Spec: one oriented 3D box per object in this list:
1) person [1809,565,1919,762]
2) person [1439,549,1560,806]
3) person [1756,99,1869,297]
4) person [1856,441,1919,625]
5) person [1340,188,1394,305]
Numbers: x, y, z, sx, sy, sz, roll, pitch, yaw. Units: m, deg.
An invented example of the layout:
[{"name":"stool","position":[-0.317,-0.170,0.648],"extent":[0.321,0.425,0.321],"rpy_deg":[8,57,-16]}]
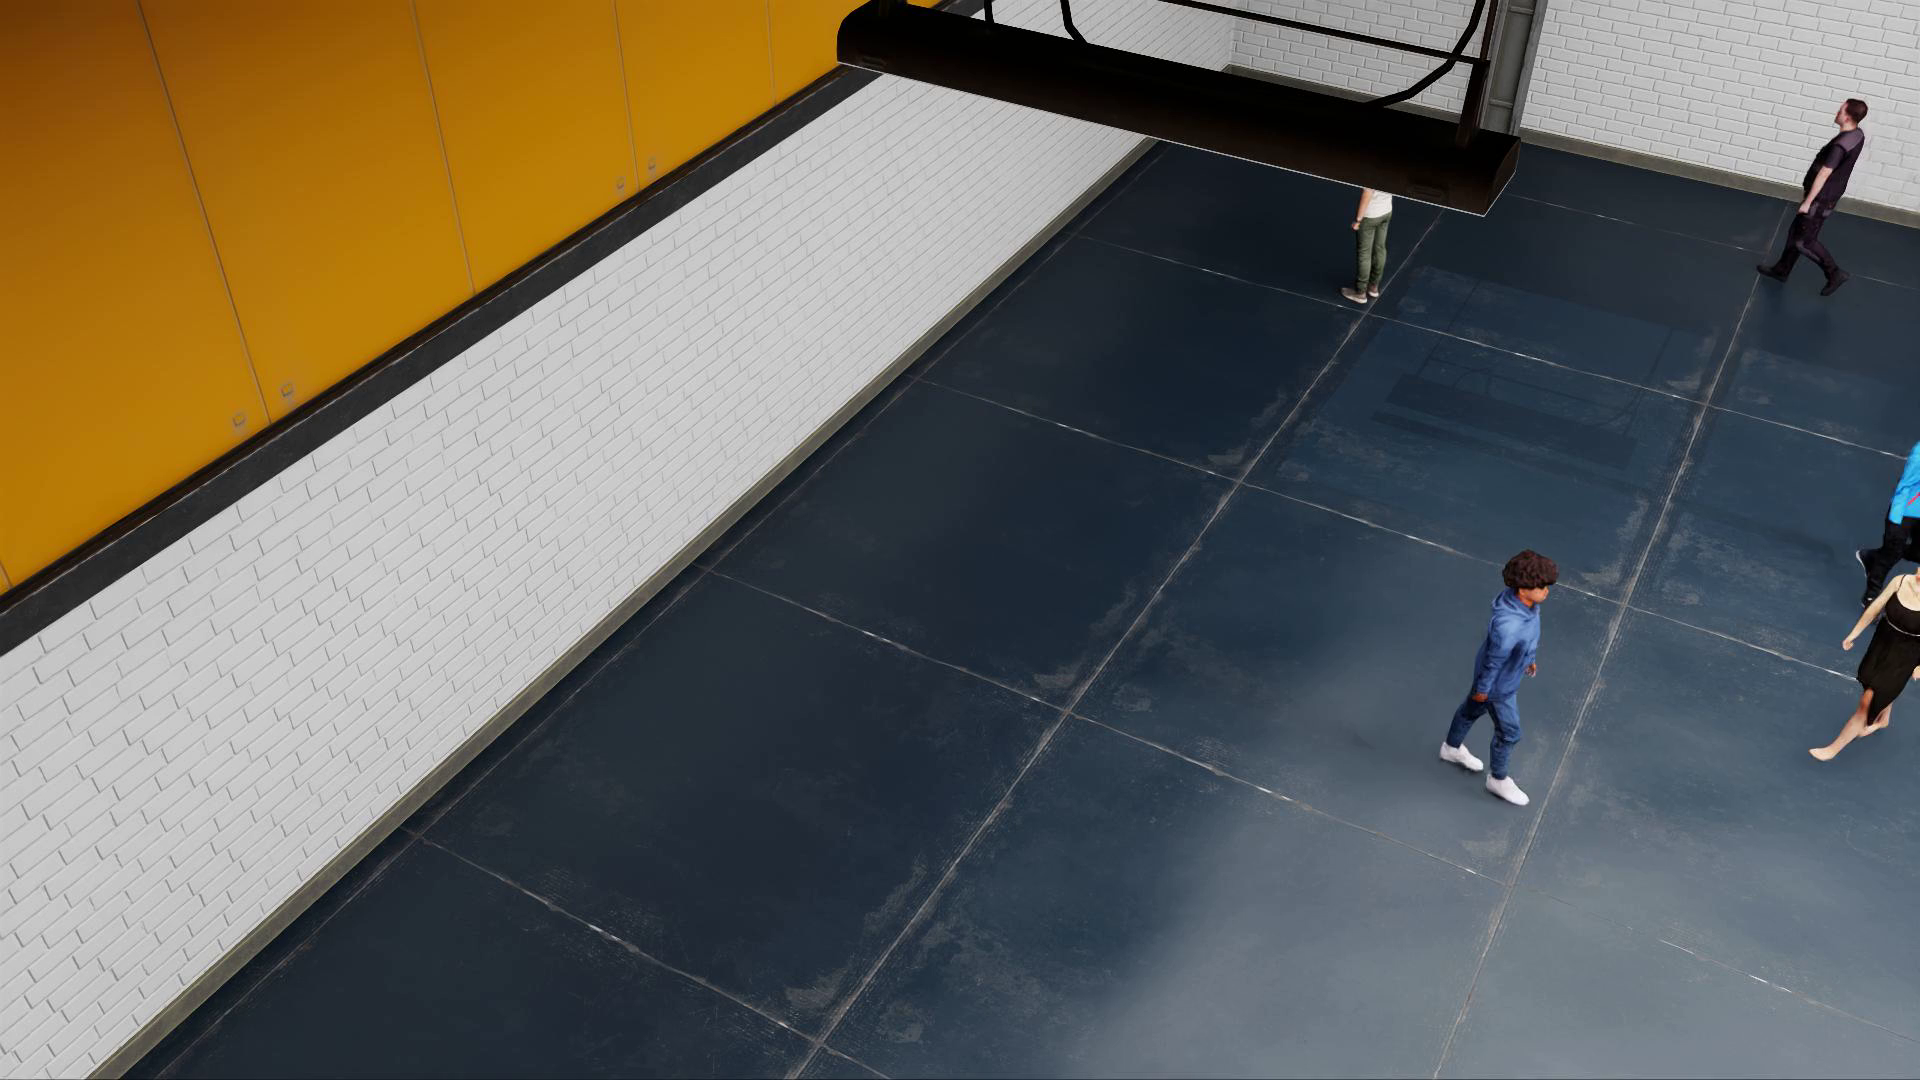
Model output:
[{"name":"person","position":[5.978,0.683,10.517],"extent":[1.030,1.592,1.008],"rpy_deg":[-12,40,-14]},{"name":"person","position":[3.246,0.774,10.246],"extent":[0.838,1.788,0.696],"rpy_deg":[17,42,20]},{"name":"person","position":[7.851,-3.071,15.025],"extent":[1.049,1.832,0.783],"rpy_deg":[25,45,28]},{"name":"person","position":[6.553,-0.246,11.524],"extent":[0.864,1.787,0.913],"rpy_deg":[-7,39,-8]},{"name":"person","position":[3.738,-2.930,14.991],"extent":[0.659,1.654,0.667],"rpy_deg":[-23,44,-26]}]
